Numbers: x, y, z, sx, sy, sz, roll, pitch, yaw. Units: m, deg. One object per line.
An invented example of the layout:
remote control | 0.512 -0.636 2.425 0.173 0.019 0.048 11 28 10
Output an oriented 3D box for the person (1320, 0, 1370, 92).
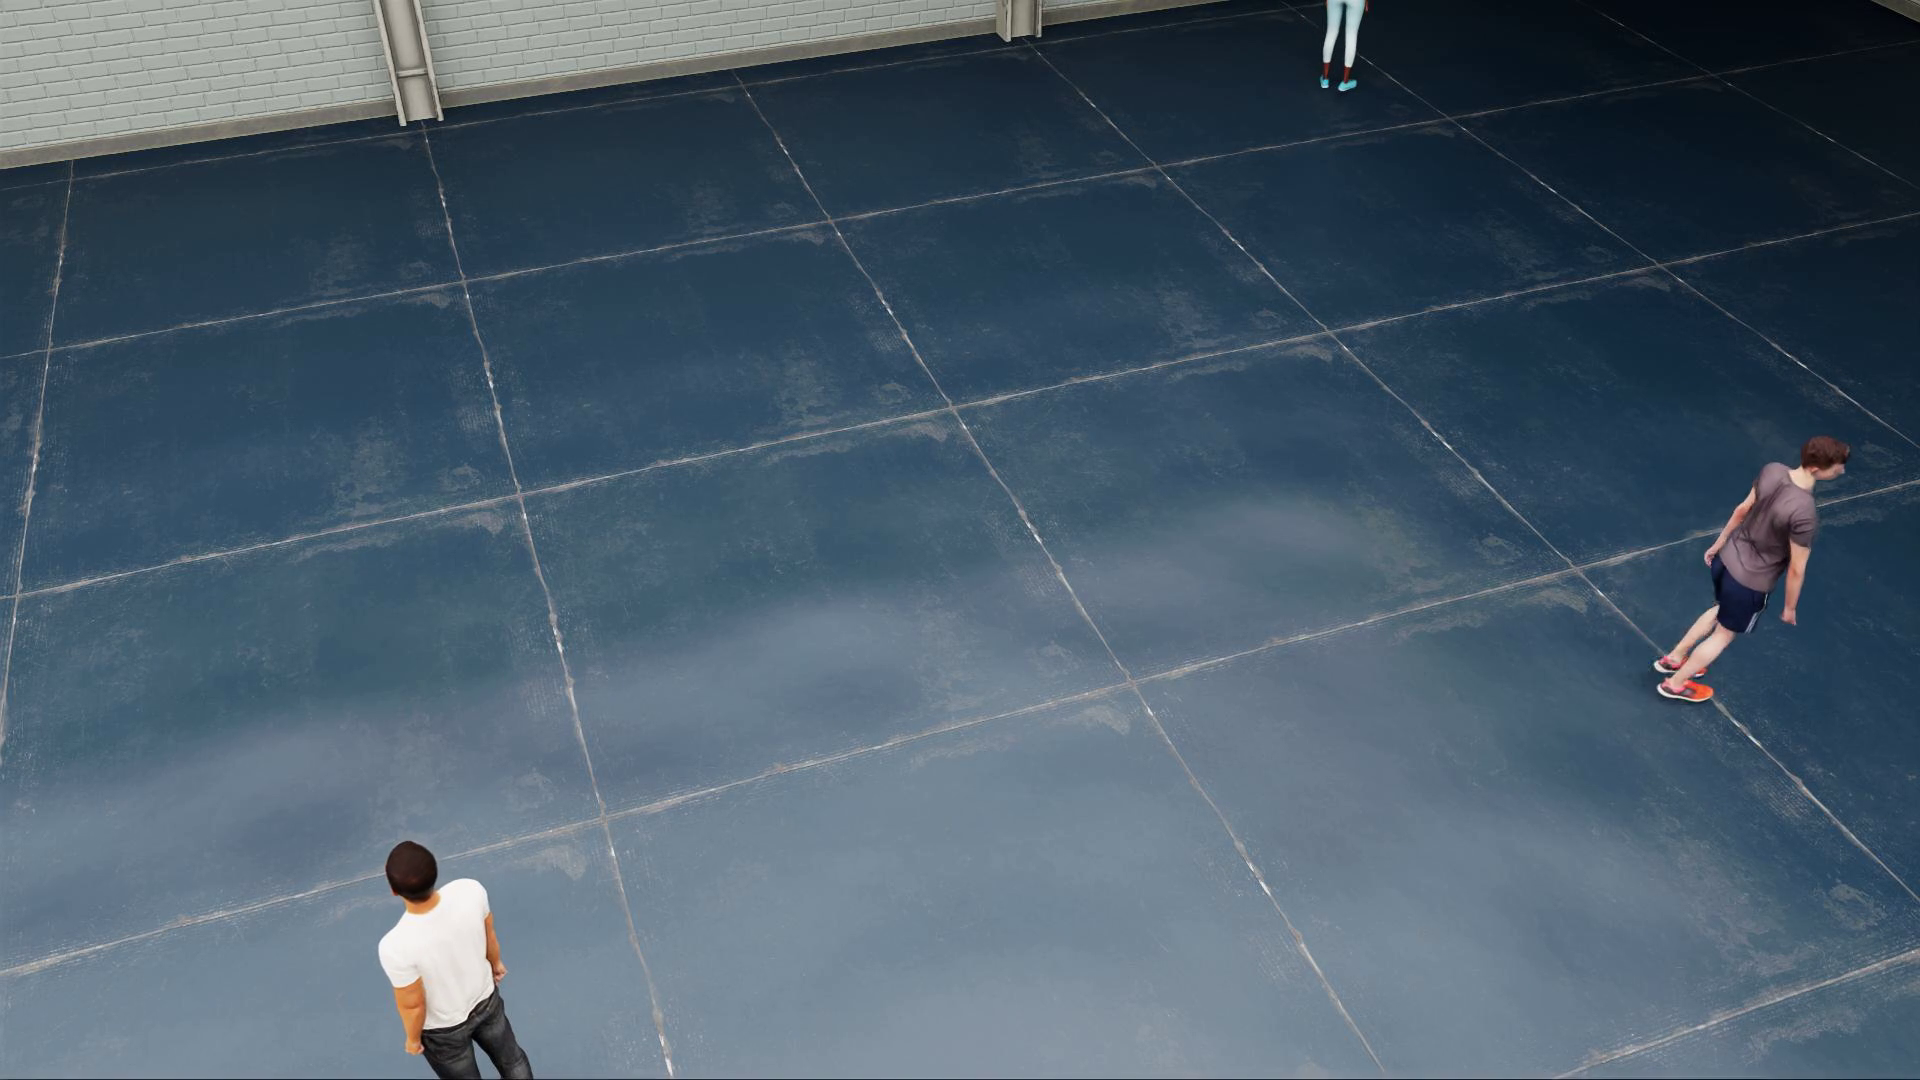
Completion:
person | 3.619 -5.084 15.562 0.647 1.723 0.713 14 40 18

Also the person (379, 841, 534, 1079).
person | -2.004 1.854 6.630 0.781 1.801 0.679 23 43 26

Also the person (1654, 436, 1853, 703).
person | 4.085 0.173 8.765 0.747 1.818 0.773 -12 39 -14
